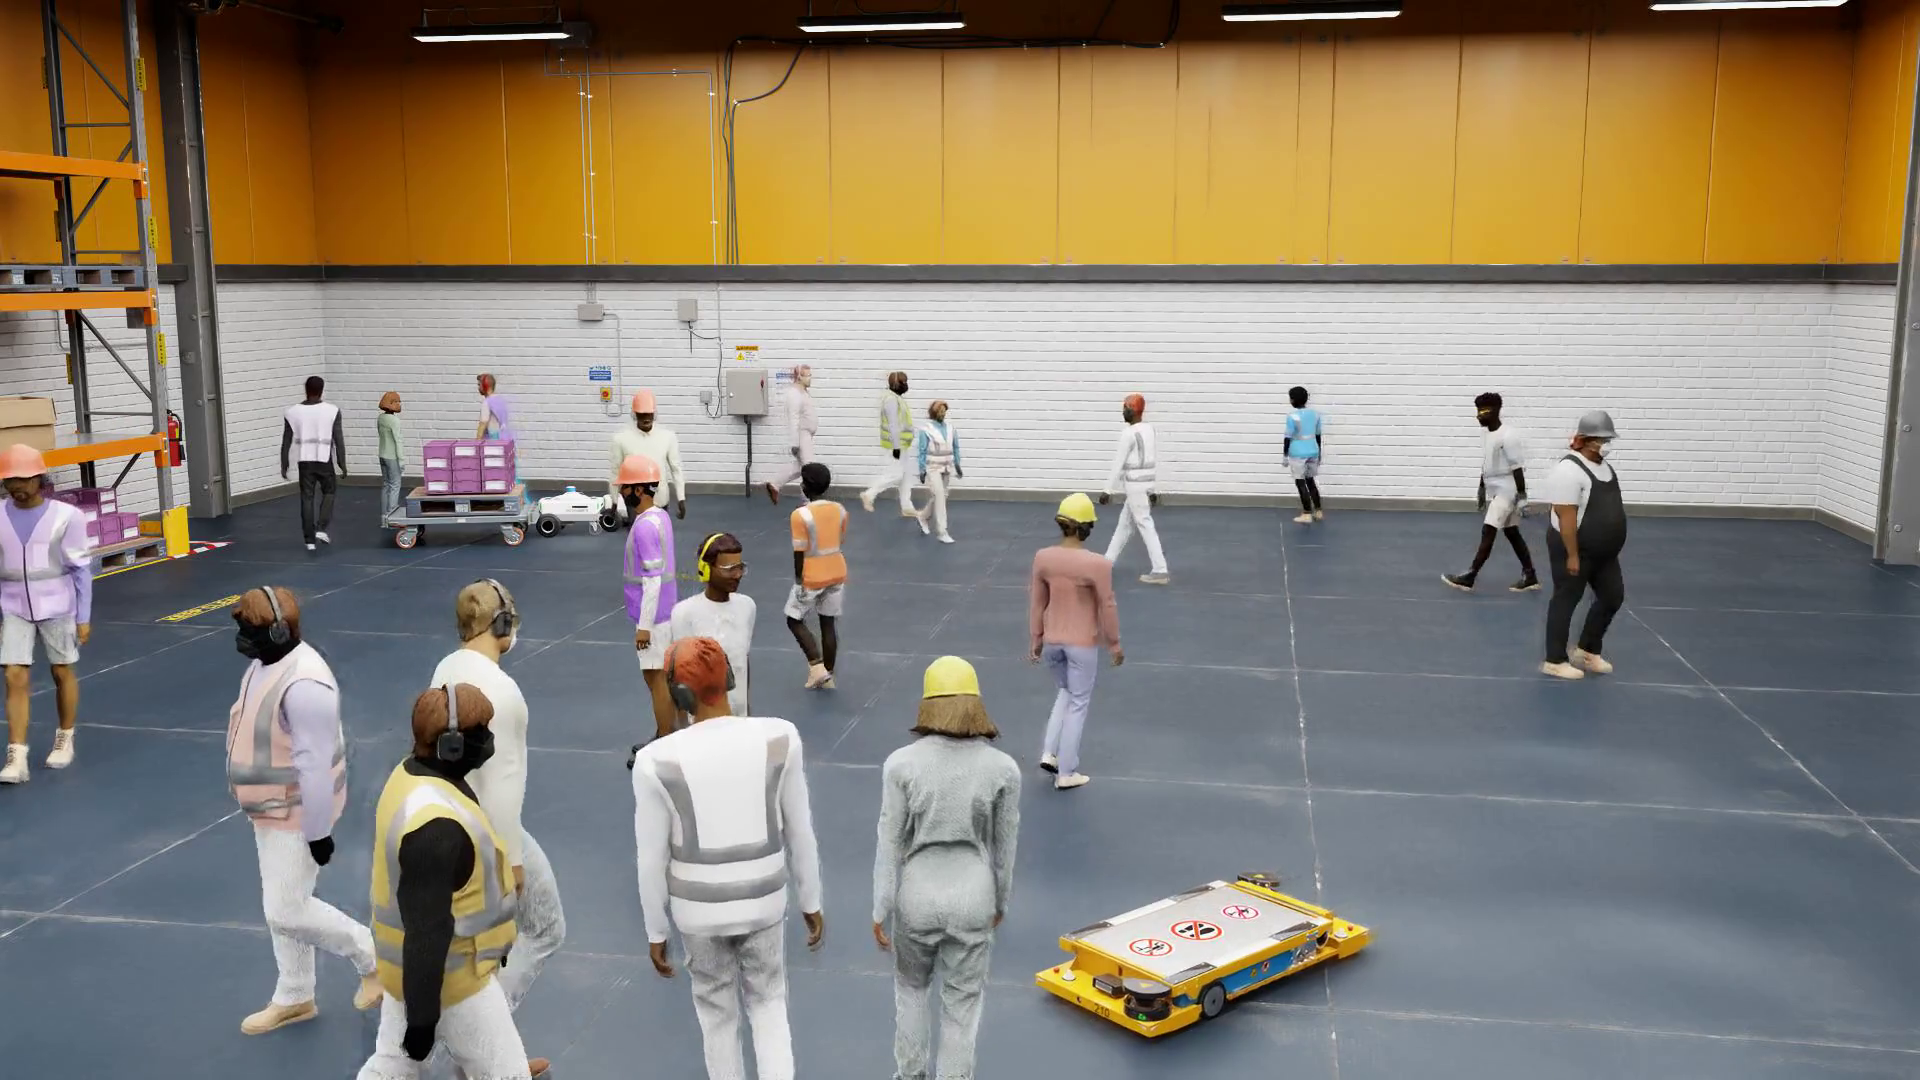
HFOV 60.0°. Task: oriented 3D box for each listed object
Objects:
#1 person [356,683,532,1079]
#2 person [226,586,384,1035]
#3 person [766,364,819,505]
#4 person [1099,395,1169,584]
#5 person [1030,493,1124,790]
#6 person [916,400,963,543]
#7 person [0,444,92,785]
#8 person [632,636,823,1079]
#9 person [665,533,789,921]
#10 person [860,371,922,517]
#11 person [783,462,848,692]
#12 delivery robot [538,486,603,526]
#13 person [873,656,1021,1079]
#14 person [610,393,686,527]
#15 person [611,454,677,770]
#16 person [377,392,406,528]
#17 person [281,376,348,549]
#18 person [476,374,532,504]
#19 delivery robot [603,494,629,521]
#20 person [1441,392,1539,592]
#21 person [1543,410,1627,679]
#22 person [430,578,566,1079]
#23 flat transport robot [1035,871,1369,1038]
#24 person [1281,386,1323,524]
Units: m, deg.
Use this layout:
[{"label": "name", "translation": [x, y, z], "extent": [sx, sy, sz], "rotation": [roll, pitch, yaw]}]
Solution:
[{"label": "person", "translation": [-1.636, 1.322, 5.171], "extent": [0.959, 1.795, 0.628], "rotation": [-4, 10, -26]}, {"label": "person", "translation": [-2.608, 1.067, 6.616], "extent": [0.544, 1.830, 0.636], "rotation": [-6, 11, -34]}, {"label": "person", "translation": [-2.074, -1.301, 21.140], "extent": [0.734, 1.878, 0.644], "rotation": [0, 9, -1]}, {"label": "person", "translation": [1.659, -0.503, 16.312], "extent": [0.981, 1.830, 0.597], "rotation": [5, 11, 30]}, {"label": "person", "translation": [0.683, 0.598, 9.758], "extent": [0.530, 1.753, 0.392], "rotation": [9, 13, 43]}, {"label": "person", "translation": [-0.282, -0.801, 18.872], "extent": [0.519, 1.610, 0.762], "rotation": [-8, 12, -42]}, {"label": "person", "translation": [-5.520, 0.447, 9.879], "extent": [0.644, 2.009, 0.909], "rotation": [-2, 9, -12]}, {"label": "person", "translation": [-0.741, 1.235, 5.459], "extent": [0.628, 1.861, 0.545], "rotation": [-3, 10, -18]}, {"label": "person", "translation": [-1.219, 0.856, 7.957], "extent": [0.532, 1.837, 0.918], "rotation": [-9, 13, -43]}, {"label": "person", "translation": [-0.831, -1.178, 20.548], "extent": [0.700, 1.827, 0.636], "rotation": [1, 9, 9]}, {"label": "person", "translation": [-1.027, 0.278, 11.954], "extent": [0.539, 1.681, 0.360], "rotation": [-9, 13, -44]}, {"label": "delivery robot", "translation": [-4.484, -0.375, 19.202], "extent": [0.707, 0.478, 0.477], "rotation": [-1, 9, -4]}, {"label": "person", "translation": [-0.049, 1.259, 5.774], "extent": [0.512, 1.699, 0.547], "rotation": [-1, 9, -6]}, {"label": "person", "translation": [-2.872, -0.390, 15.304], "extent": [0.656, 1.945, 1.032], "rotation": [-4, 10, -21]}, {"label": "person", "translation": [-1.920, 0.439, 10.162], "extent": [0.376, 1.935, 0.550], "rotation": [0, 9, -3]}, {"label": "person", "translation": [-6.743, -0.948, 19.752], "extent": [0.494, 1.621, 0.280], "rotation": [9, 13, 43]}, {"label": "person", "translation": [-7.117, -0.852, 18.301], "extent": [0.732, 1.892, 0.529], "rotation": [-2, 9, -11]}, {"label": "person", "translation": [-5.686, -1.150, 20.491], "extent": [0.954, 1.798, 0.599], "rotation": [0, 9, -2]}, {"label": "delivery robot", "translation": [-3.808, -0.428, 19.532], "extent": [0.707, 0.478, 0.477], "rotation": [2, 9, 11]}, {"label": "person", "translation": [5.058, -0.438, 15.700], "extent": [1.001, 1.892, 0.661], "rotation": [0, 9, 0]}, {"label": "person", "translation": [4.657, 0.034, 12.361], "extent": [0.698, 2.000, 0.564], "rotation": [-7, 12, -39]}, {"label": "person", "translation": [-1.724, 1.102, 6.135], "extent": [0.424, 1.911, 0.672], "rotation": [-6, 11, -33]}, {"label": "flat transport robot", "translation": [1.067, 1.751, 7.179], "extent": [1.431, 0.197, 0.652], "rotation": [-8, 12, -40]}, {"label": "person", "translation": [4.137, -1.025, 20.066], "extent": [0.564, 1.674, 0.348], "rotation": [-6, 11, -33]}]
